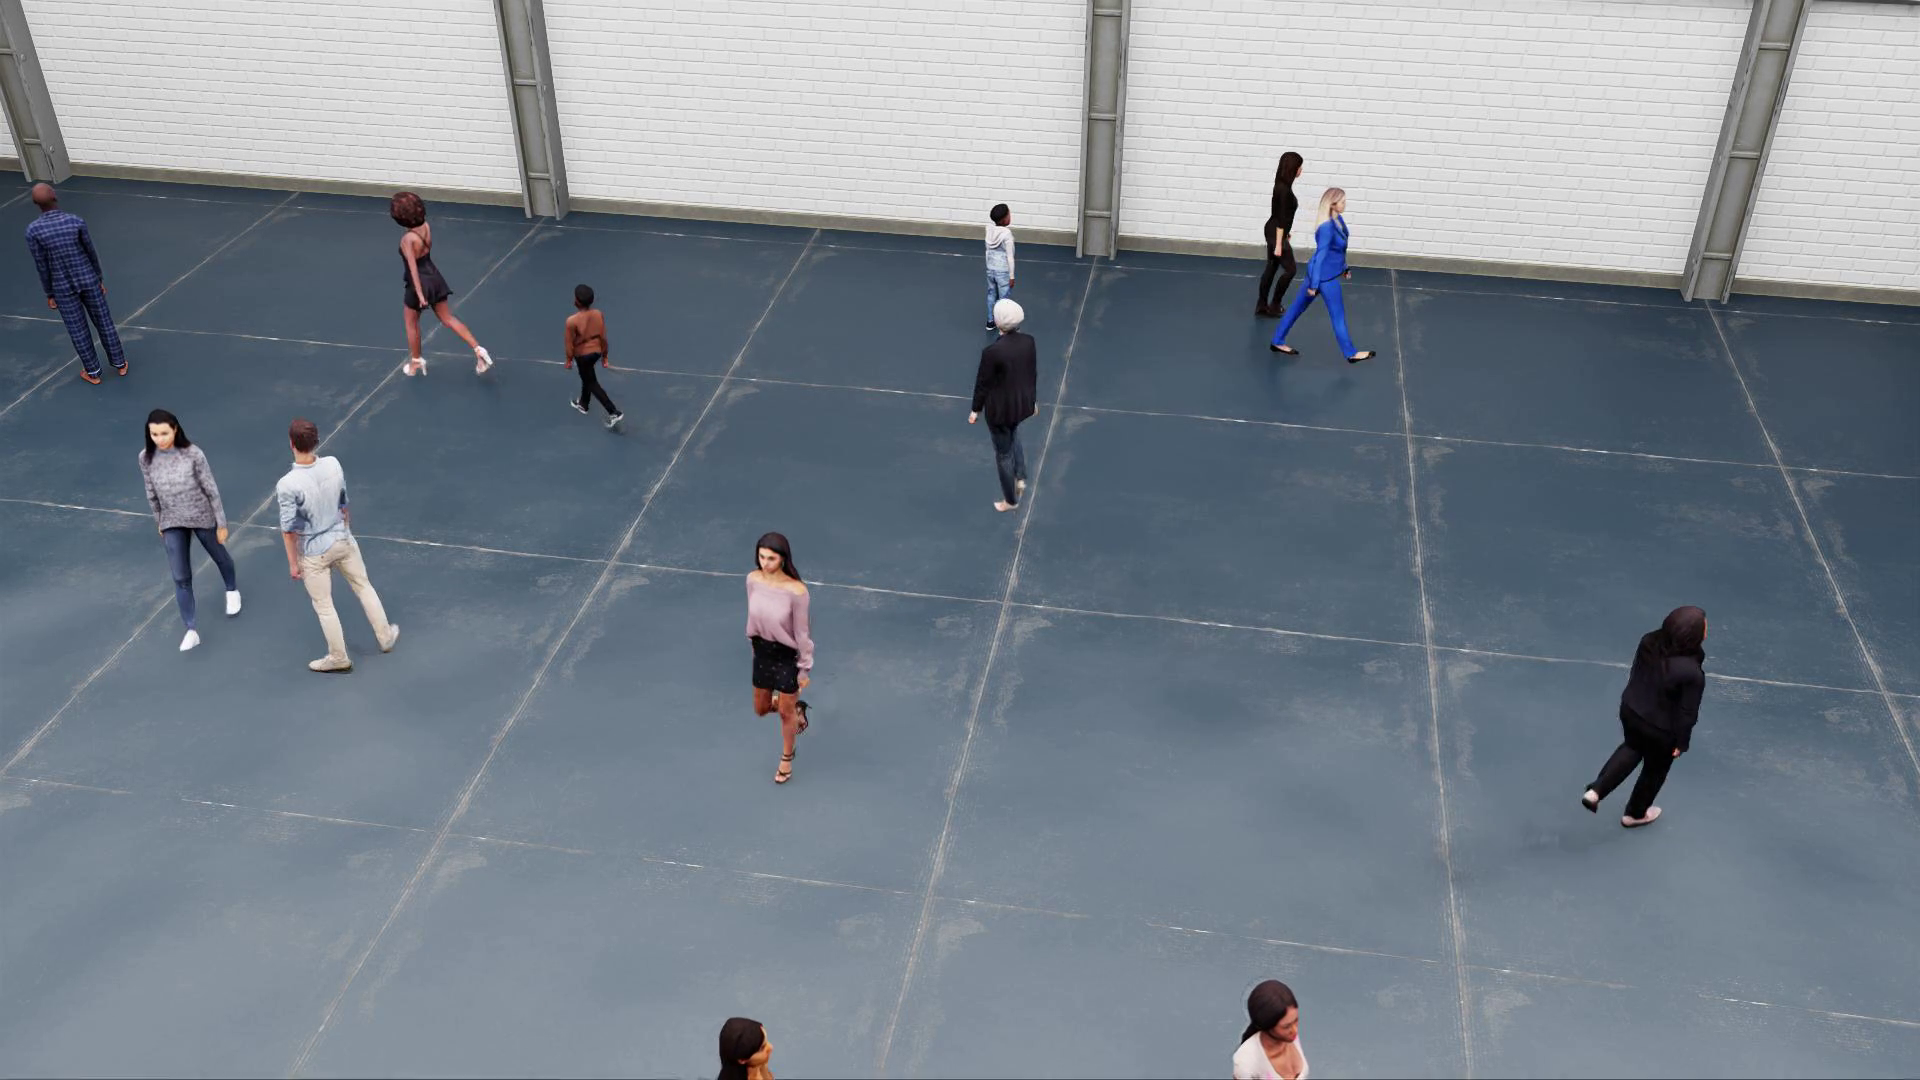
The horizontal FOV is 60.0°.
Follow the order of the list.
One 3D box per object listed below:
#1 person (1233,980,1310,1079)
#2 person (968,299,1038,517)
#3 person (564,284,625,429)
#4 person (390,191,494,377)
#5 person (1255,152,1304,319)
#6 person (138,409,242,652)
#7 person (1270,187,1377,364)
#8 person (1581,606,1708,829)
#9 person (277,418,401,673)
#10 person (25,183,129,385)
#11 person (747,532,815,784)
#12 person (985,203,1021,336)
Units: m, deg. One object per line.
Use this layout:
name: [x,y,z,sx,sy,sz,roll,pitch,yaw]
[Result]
person: [1.313,2.577,7.317,0.665,1.741,0.663,24,40,31]
person: [0.406,-0.946,12.191,0.885,1.772,0.848,-24,41,-32]
person: [-3.083,-1.520,13.944,0.993,1.229,0.796,23,40,30]
person: [-4.554,-2.169,14.446,1.115,1.753,0.650,10,35,15]
person: [2.901,-2.833,15.554,0.596,1.633,0.616,2,34,3]
person: [-5.281,-0.170,11.488,1.067,1.699,0.941,-5,34,-8]
person: [3.114,-2.323,14.776,1.157,1.645,0.640,7,34,10]
person: [3.989,1.073,9.704,0.945,1.603,0.868,-15,37,-22]
person: [-4.231,0.057,11.020,0.802,1.839,0.879,16,37,23]
person: [-7.710,-2.238,14.493,0.758,1.818,0.805,-24,41,-32]
person: [-1.047,0.692,10.100,0.751,1.801,0.773,14,36,20]
person: [0.369,-2.522,15.424,0.622,1.260,0.552,-27,42,-34]
